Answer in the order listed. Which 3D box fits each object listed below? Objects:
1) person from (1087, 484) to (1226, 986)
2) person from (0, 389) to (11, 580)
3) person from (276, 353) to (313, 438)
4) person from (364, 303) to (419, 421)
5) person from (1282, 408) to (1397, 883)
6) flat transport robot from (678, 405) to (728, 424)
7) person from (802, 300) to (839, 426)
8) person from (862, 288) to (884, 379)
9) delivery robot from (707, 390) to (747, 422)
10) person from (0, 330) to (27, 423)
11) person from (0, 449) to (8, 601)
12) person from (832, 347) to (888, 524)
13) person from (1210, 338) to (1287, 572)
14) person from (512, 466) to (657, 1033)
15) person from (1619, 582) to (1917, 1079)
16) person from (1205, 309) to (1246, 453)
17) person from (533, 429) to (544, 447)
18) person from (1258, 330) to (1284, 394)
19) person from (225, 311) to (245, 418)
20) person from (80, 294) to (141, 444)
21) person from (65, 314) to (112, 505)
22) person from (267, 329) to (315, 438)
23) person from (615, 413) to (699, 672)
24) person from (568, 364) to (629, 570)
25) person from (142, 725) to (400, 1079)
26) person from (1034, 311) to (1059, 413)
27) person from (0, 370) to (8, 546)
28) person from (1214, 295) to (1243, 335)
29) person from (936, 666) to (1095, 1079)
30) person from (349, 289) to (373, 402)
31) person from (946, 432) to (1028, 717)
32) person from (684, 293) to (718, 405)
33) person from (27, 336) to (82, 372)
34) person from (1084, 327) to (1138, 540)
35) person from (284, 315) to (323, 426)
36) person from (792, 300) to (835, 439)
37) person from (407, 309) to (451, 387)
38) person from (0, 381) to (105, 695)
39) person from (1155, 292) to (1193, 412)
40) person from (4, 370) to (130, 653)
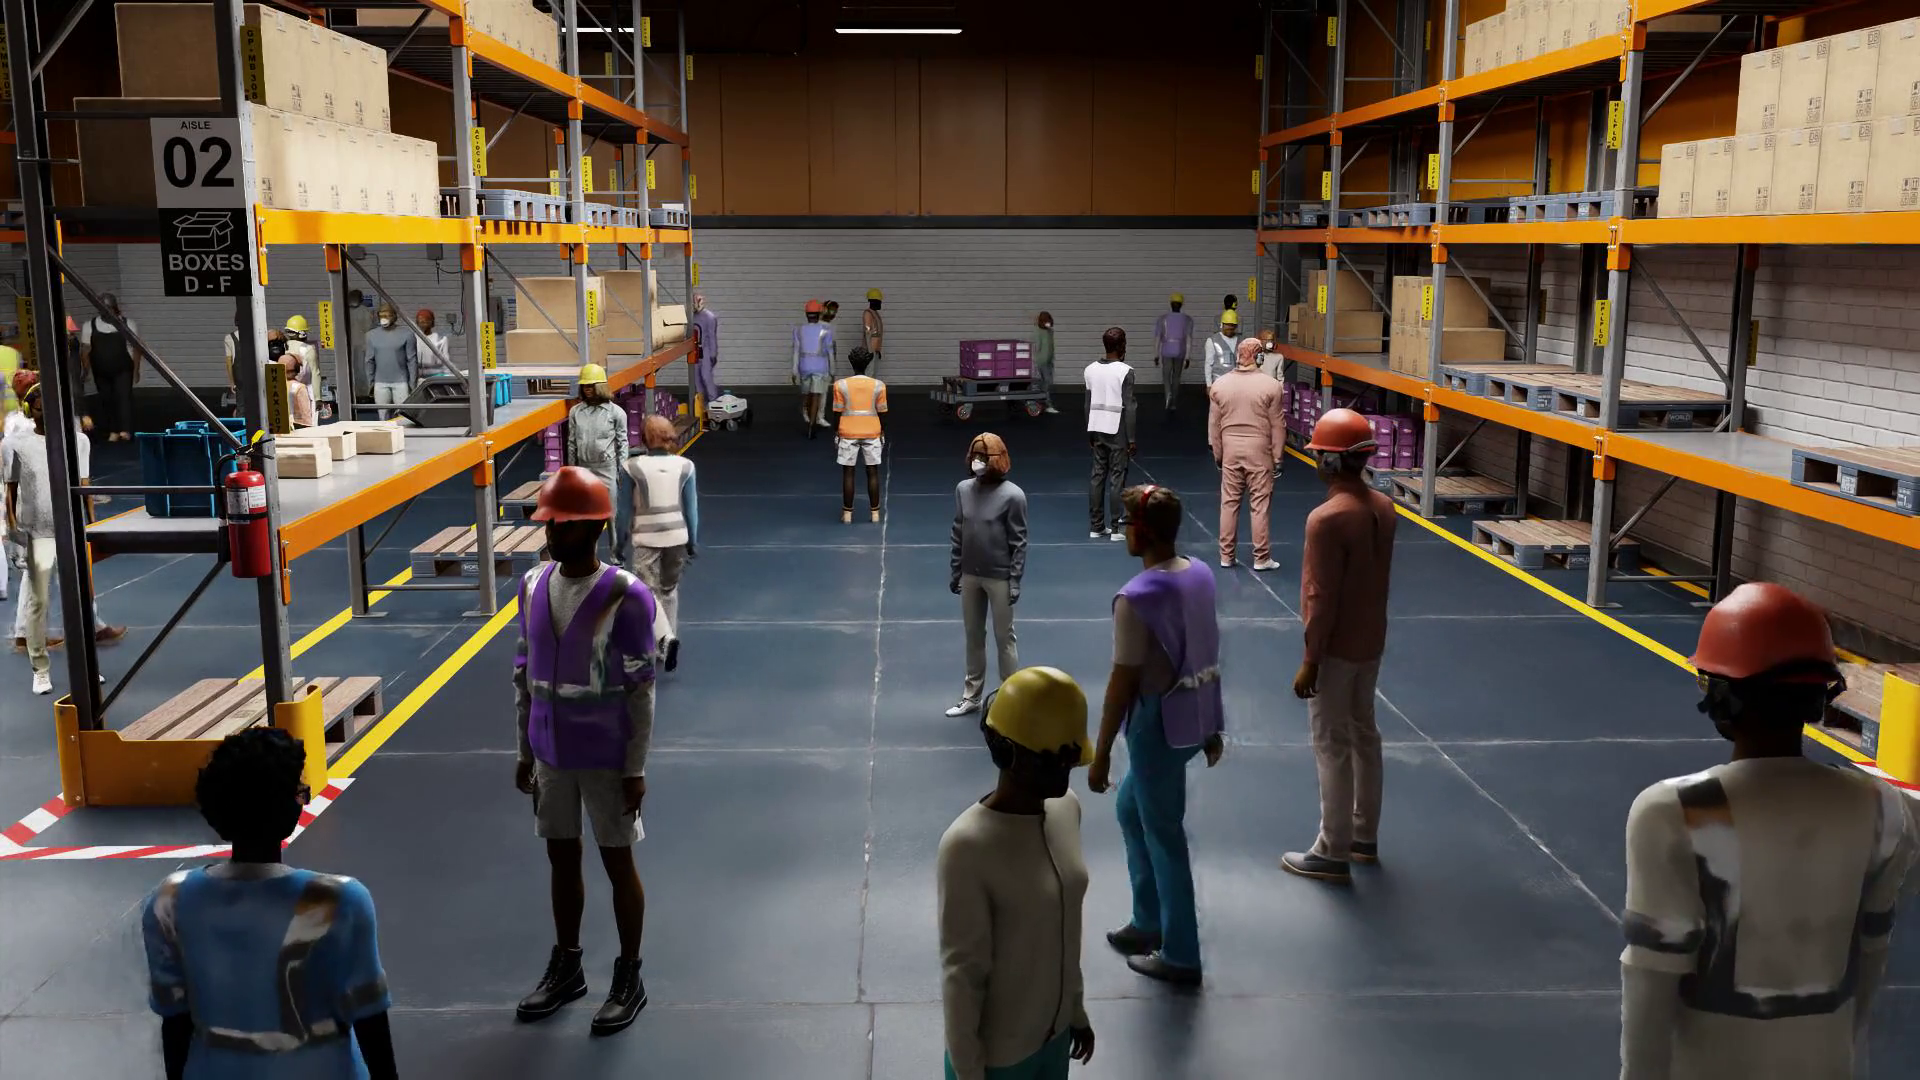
[{"bbox_3d":[0.661,0.700,6.048,0.629,1.818,0.600,7,12,33],"label":"person"},{"bbox_3d":[-7.743,-0.611,13.202,0.462,1.885,0.647,-2,10,-10],"label":"person"},{"bbox_3d":[-6.286,-0.943,15.719,0.523,1.640,0.306,6,12,32],"label":"person"},{"bbox_3d":[-6.902,-1.900,20.213,0.635,1.937,0.352,0,10,-2],"label":"person"},{"bbox_3d":[1.599,0.440,7.025,0.396,1.992,0.622,9,13,40],"label":"person"},{"bbox_3d":[-3.996,-1.887,24.789,1.431,0.197,0.652,5,11,24],"label":"flat transport robot"},{"bbox_3d":[-2.036,-2.577,24.267,0.603,1.838,0.501,-10,14,-43],"label":"person"},{"bbox_3d":[-1.401,-3.117,27.027,0.369,1.928,0.586,2,10,9],"label":"person"},{"bbox_3d":[-3.332,-1.899,23.803,0.477,0.478,0.707,3,11,17],"label":"delivery robot"},{"bbox_3d":[-10.443,-1.457,18.140,0.951,1.808,0.645,6,12,31],"label":"person"},{"bbox_3d":[-7.343,-0.389,12.281,0.313,1.769,0.523,7,12,33],"label":"person"},{"bbox_3d":[-0.951,-0.993,15.862,0.530,1.689,0.322,-2,10,-13],"label":"person"},{"bbox_3d":[2.364,-0.694,13.594,0.643,1.908,0.411,6,12,31],"label":"person"},{"bbox_3d":[-1.290,0.710,5.668,0.544,1.943,0.347,4,11,21],"label":"person"},{"bbox_3d":[1.597,1.068,3.516,0.640,1.992,1.013,-1,10,-7],"label":"person"},{"bbox_3d":[3.400,-2.020,21.188,0.594,1.828,0.403,-4,11,-20],"label":"person"},{"bbox_3d":[-5.552,-2.126,22.009,0.556,1.736,0.757,-1,10,-3],"label":"person"},{"bbox_3d":[3.690,-1.741,20.210,0.499,1.627,0.279,-2,10,-11],"label":"person"},{"bbox_3d":[-8.991,-2.000,21.031,0.507,1.847,0.345,0,10,1],"label":"person"},{"bbox_3d":[-11.304,-2.291,22.111,0.700,2.000,1.010,-3,11,-15],"label":"person"},{"bbox_3d":[-9.054,-1.281,16.697,0.615,1.966,0.831,9,14,42],"label":"person"},{"bbox_3d":[-6.573,-1.116,16.121,0.635,1.842,0.429,-5,11,-26],"label":"person"},{"bbox_3d":[-1.855,0.025,10.388,0.516,1.615,0.635,-6,12,-32],"label":"person"},{"bbox_3d":[-2.824,-0.502,12.972,0.487,1.744,0.314,2,10,13],"label":"person"},{"bbox_3d":[-1.484,1.224,3.545,0.535,1.673,0.767,3,11,16],"label":"person"},{"bbox_3d":[1.280,-2.802,26.173,0.559,1.605,0.519,7,12,34],"label":"person"},{"bbox_3d":[-8.817,-0.904,14.765,0.948,1.898,0.654,6,12,31],"label":"person"},{"bbox_3d":[4.193,-2.894,25.968,0.520,1.865,0.333,6,12,28],"label":"person"},{"bbox_3d":[0.148,1.141,3.783,0.328,1.759,0.524,7,12,33],"label":"person"},{"bbox_3d":[-10.106,-3.245,27.844,0.765,1.894,0.468,4,11,23],"label":"person"},{"bbox_3d":[0.148,0.212,9.293,0.500,1.636,0.280,8,13,37],"label":"person"},{"bbox_3d":[-4.067,-2.915,26.059,0.653,1.882,0.424,7,12,32],"label":"person"},{"bbox_3d":[-11.441,-1.992,20.999,0.635,1.842,0.429,-2,10,-13],"label":"person"},{"bbox_3d":[1.361,-0.954,15.002,0.392,1.919,0.590,-9,14,-42],"label":"person"},{"bbox_3d":[-7.634,-1.683,19.301,0.587,1.833,0.404,3,11,19],"label":"person"},{"bbox_3d":[-2.024,-2.344,22.884,0.554,1.884,1.016,1,10,8],"label":"person"},{"bbox_3d":[-6.682,-1.988,20.956,0.611,1.856,0.833,1,10,6],"label":"person"},{"bbox_3d":[-5.415,-0.022,9.965,0.521,1.865,0.328,-10,14,-44],"label":"person"},{"bbox_3d":[3.367,-2.952,26.200,0.592,1.898,0.808,1,10,5],"label":"person"},{"bbox_3d":[-5.910,-0.192,10.924,0.753,1.851,0.595,-8,13,-38],"label":"person"}]
